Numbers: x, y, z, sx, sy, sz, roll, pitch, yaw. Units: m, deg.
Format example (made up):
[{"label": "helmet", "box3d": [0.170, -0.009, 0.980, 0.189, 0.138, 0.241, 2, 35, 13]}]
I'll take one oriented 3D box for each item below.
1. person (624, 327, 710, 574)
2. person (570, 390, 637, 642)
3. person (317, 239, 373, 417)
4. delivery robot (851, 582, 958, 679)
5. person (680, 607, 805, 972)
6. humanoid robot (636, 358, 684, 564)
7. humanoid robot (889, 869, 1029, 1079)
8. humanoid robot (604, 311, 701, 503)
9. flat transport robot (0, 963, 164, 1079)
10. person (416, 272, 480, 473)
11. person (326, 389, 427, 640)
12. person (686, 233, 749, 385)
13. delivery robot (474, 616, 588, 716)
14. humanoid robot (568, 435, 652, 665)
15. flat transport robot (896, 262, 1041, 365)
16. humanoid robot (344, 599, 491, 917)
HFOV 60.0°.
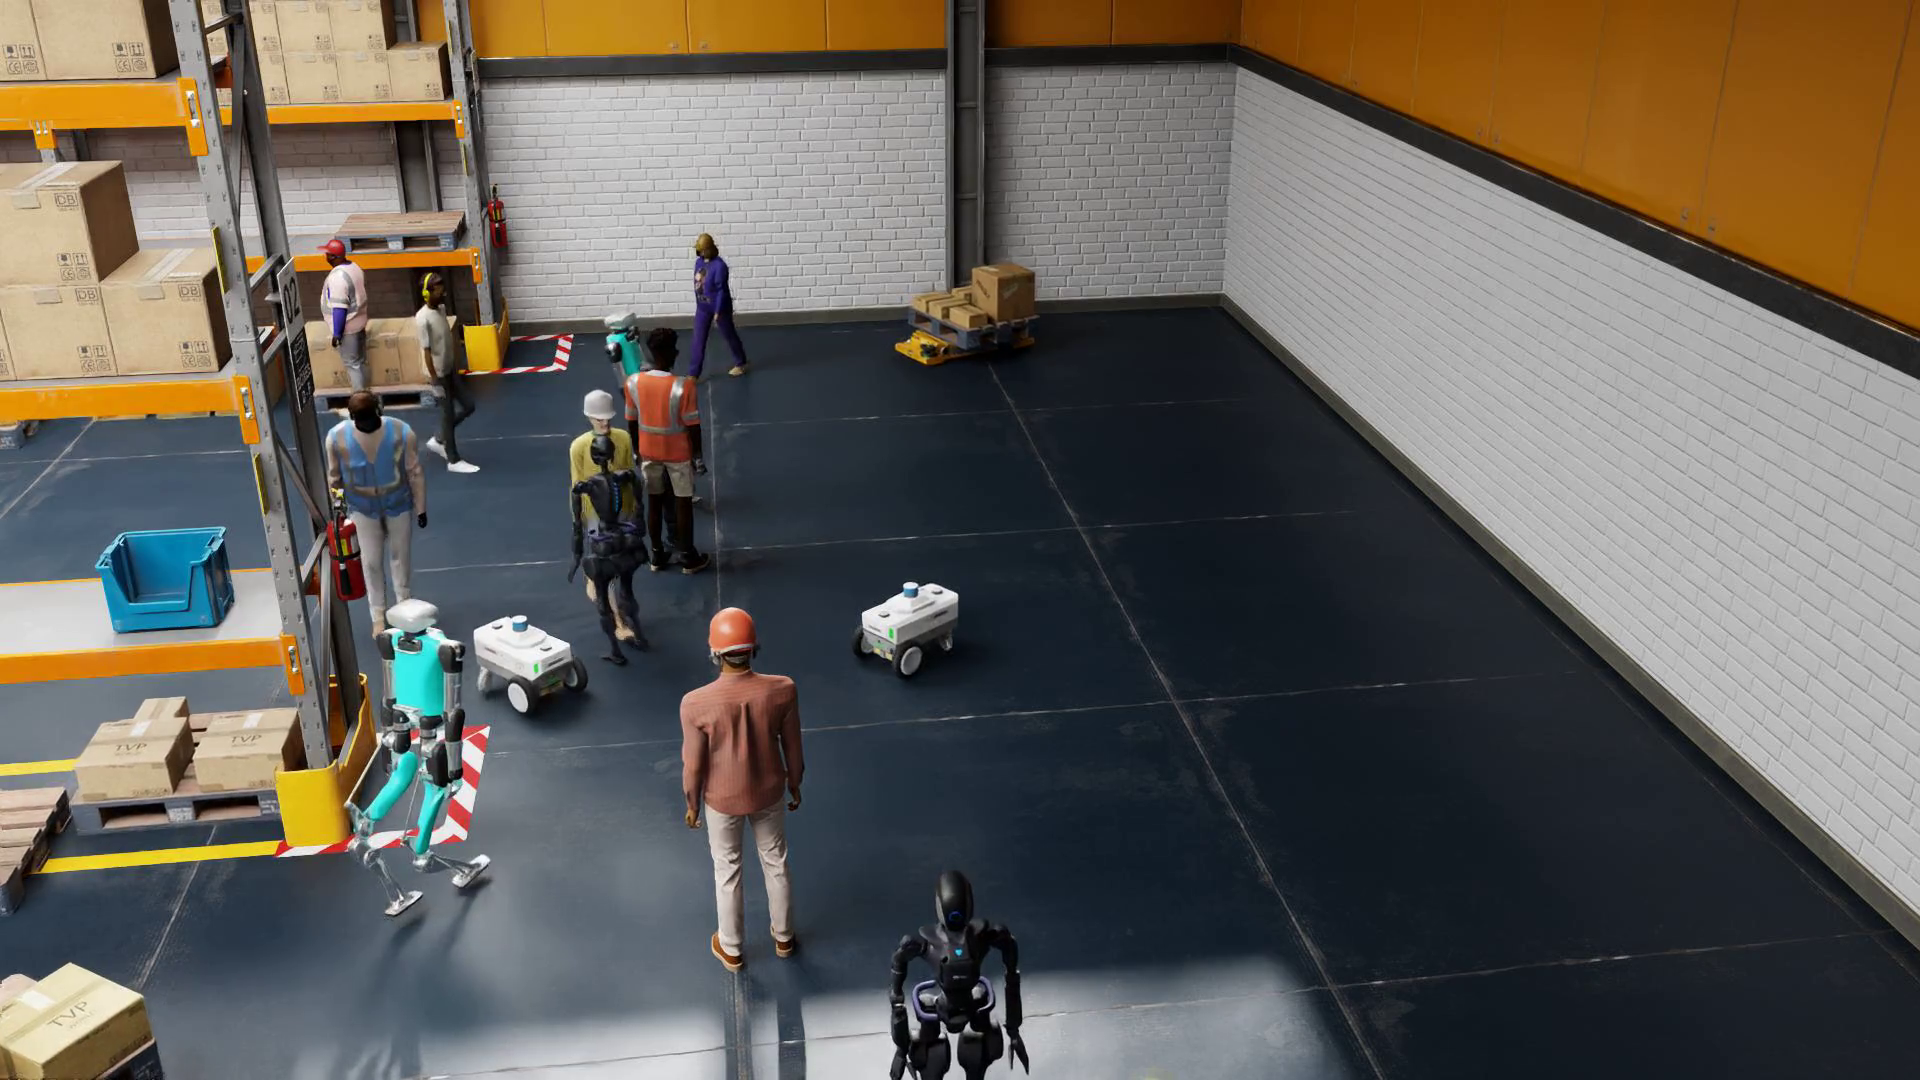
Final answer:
[{"label": "person", "box3d": [-2.257, -0.685, 12.850, 0.609, 1.962, 0.364, 7, 25, 15]}, {"label": "person", "box3d": [-2.580, -0.244, 11.988, 0.492, 1.863, 0.797, -16, 28, -33]}, {"label": "person", "box3d": [-6.010, -2.086, 16.300, 0.419, 1.755, 0.604, 0, 24, 1]}, {"label": "delivery robot", "box3d": [-0.371, 0.606, 11.682, 0.504, 0.613, 0.785, 22, 32, 40]}, {"label": "person", "box3d": [-1.092, 1.258, 8.388, 0.624, 1.990, 0.392, -9, 25, -21]}, {"label": "humanoid robot", "box3d": [-2.359, -0.627, 13.090, 0.607, 1.637, 0.601, 11, 26, 24]}, {"label": "humanoid robot", "box3d": [0.005, 2.079, 6.920, 0.590, 1.644, 0.580, -4, 24, -10]}, {"label": "humanoid robot", "box3d": [-2.495, -1.072, 13.994, 0.982, 1.702, 0.556, 4, 24, 9]}, {"label": "flat transport robot", "box3d": [-4.280, 2.668, 7.318, 1.431, 0.231, 0.659, 12, 26, 26]}, {"label": "person", "box3d": [-4.577, -1.475, 14.779, 0.418, 1.855, 0.559, 2, 24, 5]}, {"label": "person", "box3d": [-4.137, -0.195, 11.911, 0.642, 1.814, 0.731, -10, 26, -21]}, {"label": "person", "box3d": [-2.551, -2.419, 17.266, 0.447, 1.576, 0.842, 15, 28, 31]}, {"label": "delivery robot", "box3d": [-2.927, 0.808, 11.200, 0.767, 0.595, 0.515, 18, 29, 35]}, {"label": "humanoid robot", "box3d": [-2.415, 0.068, 11.488, 0.609, 1.654, 0.330, -19, 30, -37]}, {"label": "flat transport robot", "box3d": [0.065, -2.214, 18.439, 1.431, 0.231, 0.659, -15, 28, -30]}, {"label": "humanoid robot", "box3d": [-2.943, 1.240, 8.746, 0.540, 1.748, 0.911, 11, 26, 23]}]
